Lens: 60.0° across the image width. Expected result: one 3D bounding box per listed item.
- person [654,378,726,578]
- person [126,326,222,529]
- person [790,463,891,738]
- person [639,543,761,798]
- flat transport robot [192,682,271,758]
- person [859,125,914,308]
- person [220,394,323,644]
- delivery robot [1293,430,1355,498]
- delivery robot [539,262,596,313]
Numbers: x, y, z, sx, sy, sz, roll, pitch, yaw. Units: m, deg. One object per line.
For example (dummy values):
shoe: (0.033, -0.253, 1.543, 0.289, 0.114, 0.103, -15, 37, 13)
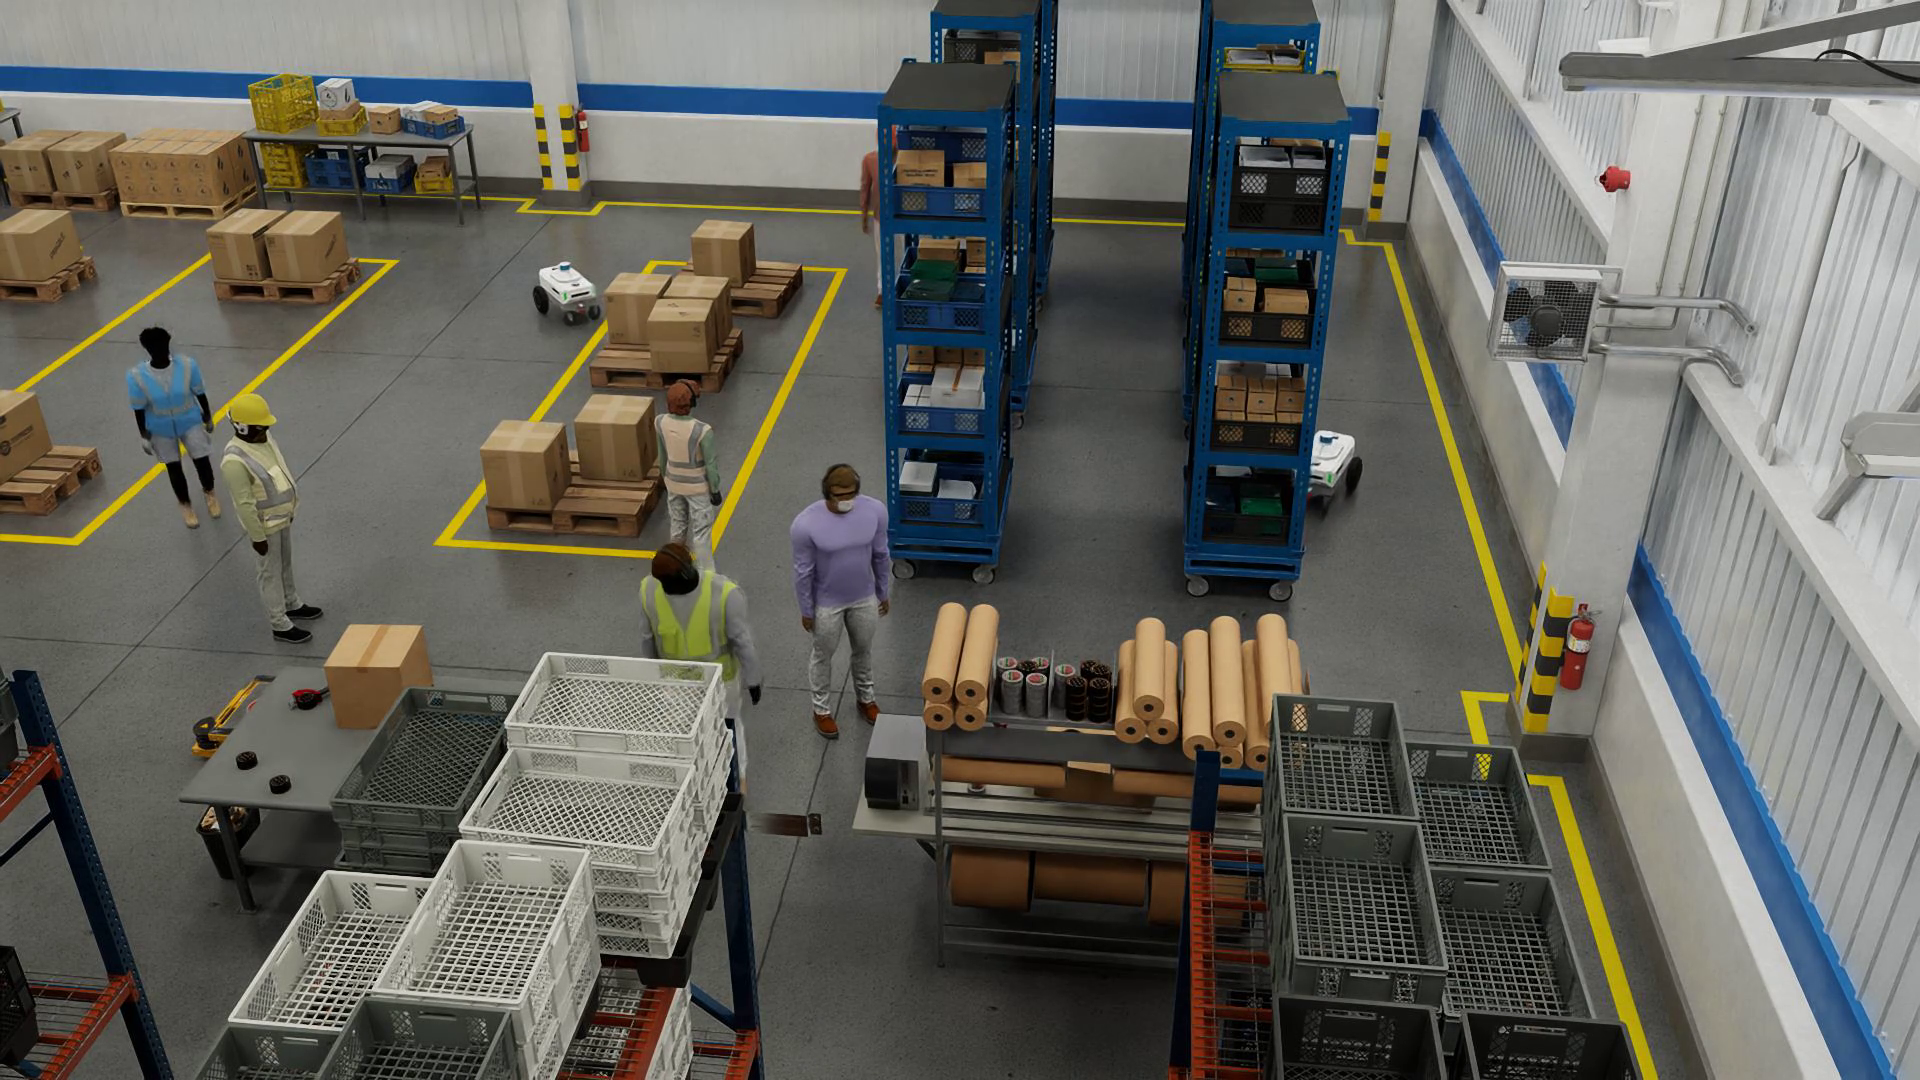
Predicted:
person: (-1.944, -0.382, 11.960, 0.514, 1.634, 0.313, 16, 34, 25)
person: (-5.993, -0.855, 12.717, 0.548, 1.682, 0.396, -15, 33, -23)
person: (-0.728, 0.361, 10.396, 0.625, 1.930, 0.379, -13, 32, -21)
person: (-1.508, 0.784, 9.783, 0.733, 1.805, 0.436, 2, 30, 3)
flat transport robot: (-4.089, 1.163, 10.648, 1.431, 0.197, 0.652, 3, 30, 6)
person: (-0.691, -3.208, 16.487, 0.652, 1.966, 0.496, 7, 31, 12)
person: (-4.724, -0.162, 11.393, 0.403, 1.823, 0.588, -1, 30, -3)
delivery robot: (2.919, -0.631, 13.360, 0.477, 0.478, 0.707, 15, 33, 23)
delivery robot: (-3.928, -2.536, 16.632, 0.477, 0.478, 0.707, -19, 35, -29)
